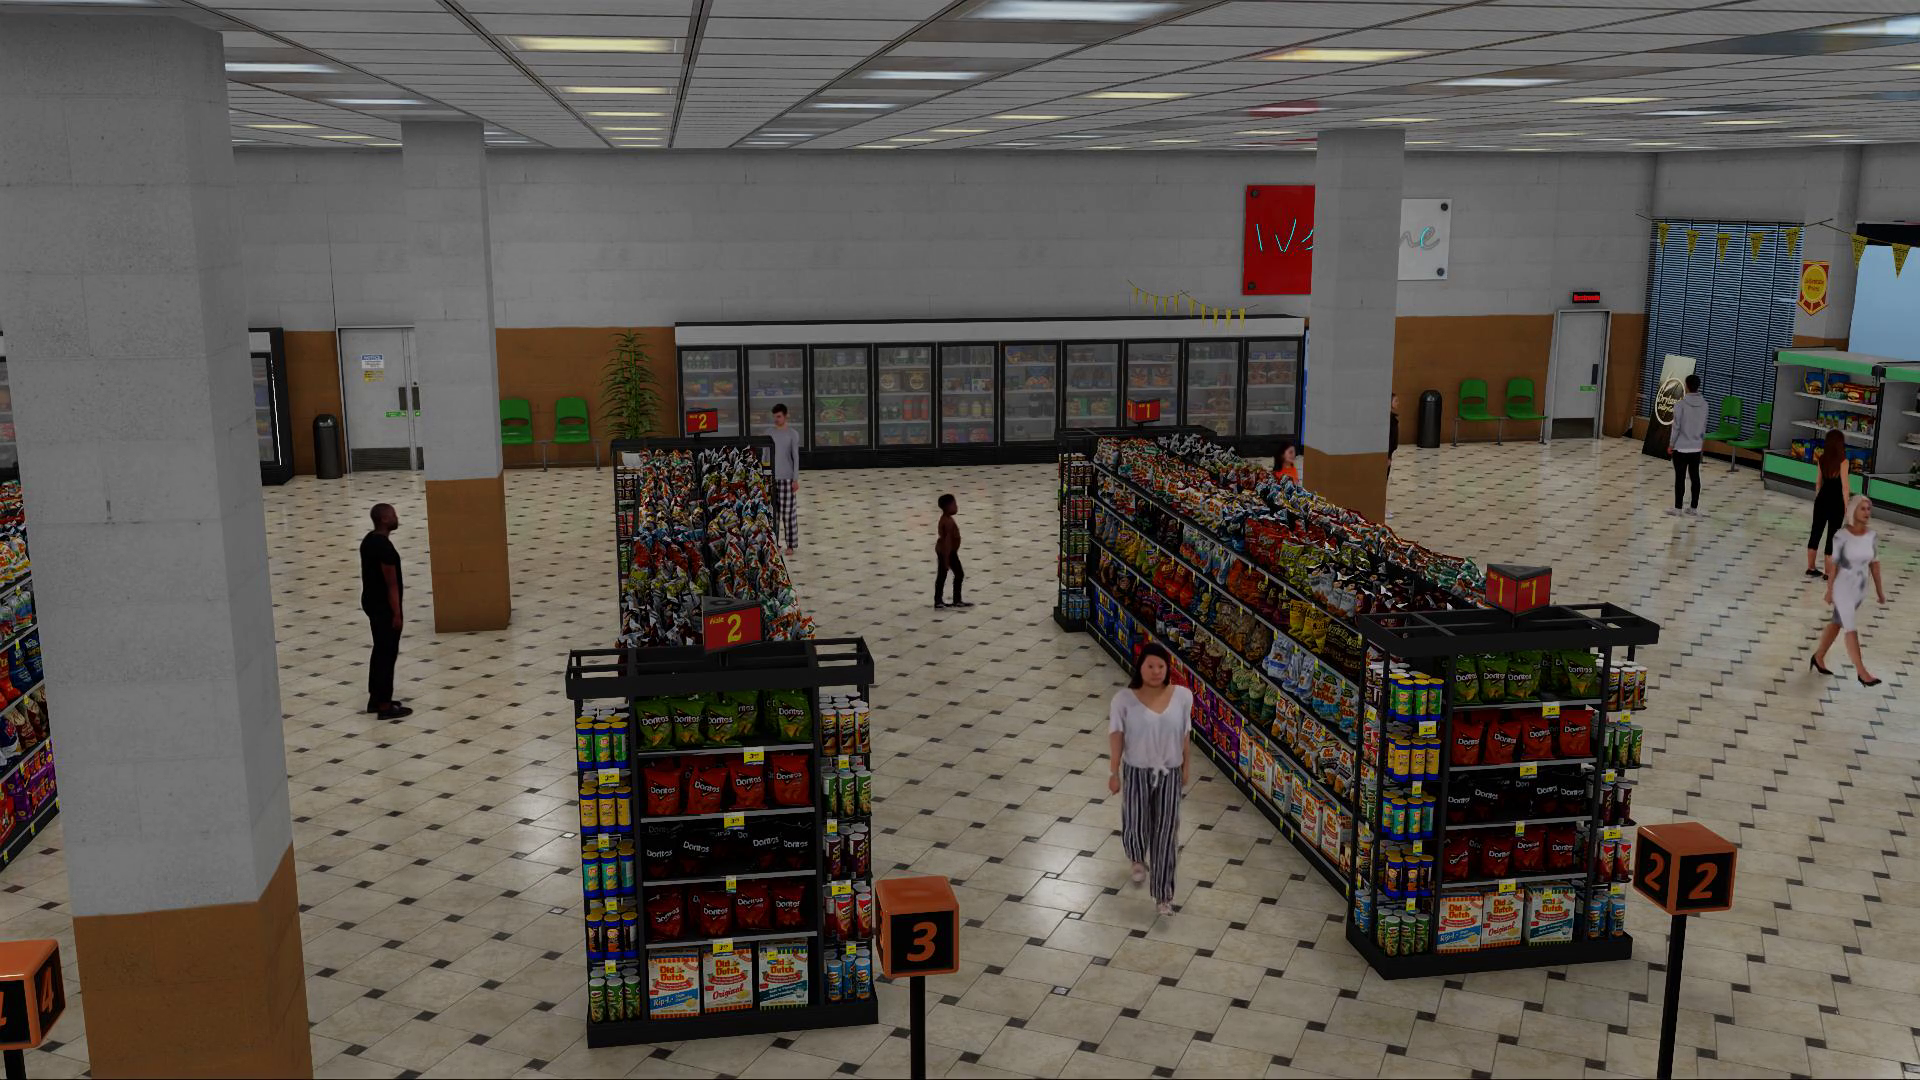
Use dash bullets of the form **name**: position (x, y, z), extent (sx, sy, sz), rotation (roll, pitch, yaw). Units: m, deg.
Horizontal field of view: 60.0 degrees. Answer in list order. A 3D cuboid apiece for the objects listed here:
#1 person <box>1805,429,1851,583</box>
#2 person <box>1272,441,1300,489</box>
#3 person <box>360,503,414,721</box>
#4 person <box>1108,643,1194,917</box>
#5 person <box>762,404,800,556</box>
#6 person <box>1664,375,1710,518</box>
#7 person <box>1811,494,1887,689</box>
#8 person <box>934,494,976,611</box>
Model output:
- **person**: position (9.865, -0.401, 18.880), extent (0.658, 1.726, 0.502), rotation (-4, 13, -20)
- **person**: position (3.390, -0.212, 18.039), extent (1.013, 1.701, 1.196), rotation (-11, 16, -42)
- **person**: position (-4.850, 0.588, 13.968), extent (0.806, 1.813, 0.660), rotation (-8, 15, -35)
- **person**: position (1.176, 1.440, 10.359), extent (0.809, 1.634, 1.188), rotation (0, 12, -1)
- **person**: position (-2.184, -0.750, 20.247), extent (0.699, 1.845, 0.682), rotation (3, 12, 15)
- **person**: position (9.903, -1.291, 22.610), extent (0.681, 1.929, 0.569), rotation (-2, 12, -12)
- **person**: position (7.900, 0.452, 14.906), extent (0.661, 1.694, 1.118), rotation (-4, 12, -17)
- **person**: position (-0.196, 0.137, 17.489), extent (0.585, 1.245, 0.562), rotation (-2, 12, -10)
